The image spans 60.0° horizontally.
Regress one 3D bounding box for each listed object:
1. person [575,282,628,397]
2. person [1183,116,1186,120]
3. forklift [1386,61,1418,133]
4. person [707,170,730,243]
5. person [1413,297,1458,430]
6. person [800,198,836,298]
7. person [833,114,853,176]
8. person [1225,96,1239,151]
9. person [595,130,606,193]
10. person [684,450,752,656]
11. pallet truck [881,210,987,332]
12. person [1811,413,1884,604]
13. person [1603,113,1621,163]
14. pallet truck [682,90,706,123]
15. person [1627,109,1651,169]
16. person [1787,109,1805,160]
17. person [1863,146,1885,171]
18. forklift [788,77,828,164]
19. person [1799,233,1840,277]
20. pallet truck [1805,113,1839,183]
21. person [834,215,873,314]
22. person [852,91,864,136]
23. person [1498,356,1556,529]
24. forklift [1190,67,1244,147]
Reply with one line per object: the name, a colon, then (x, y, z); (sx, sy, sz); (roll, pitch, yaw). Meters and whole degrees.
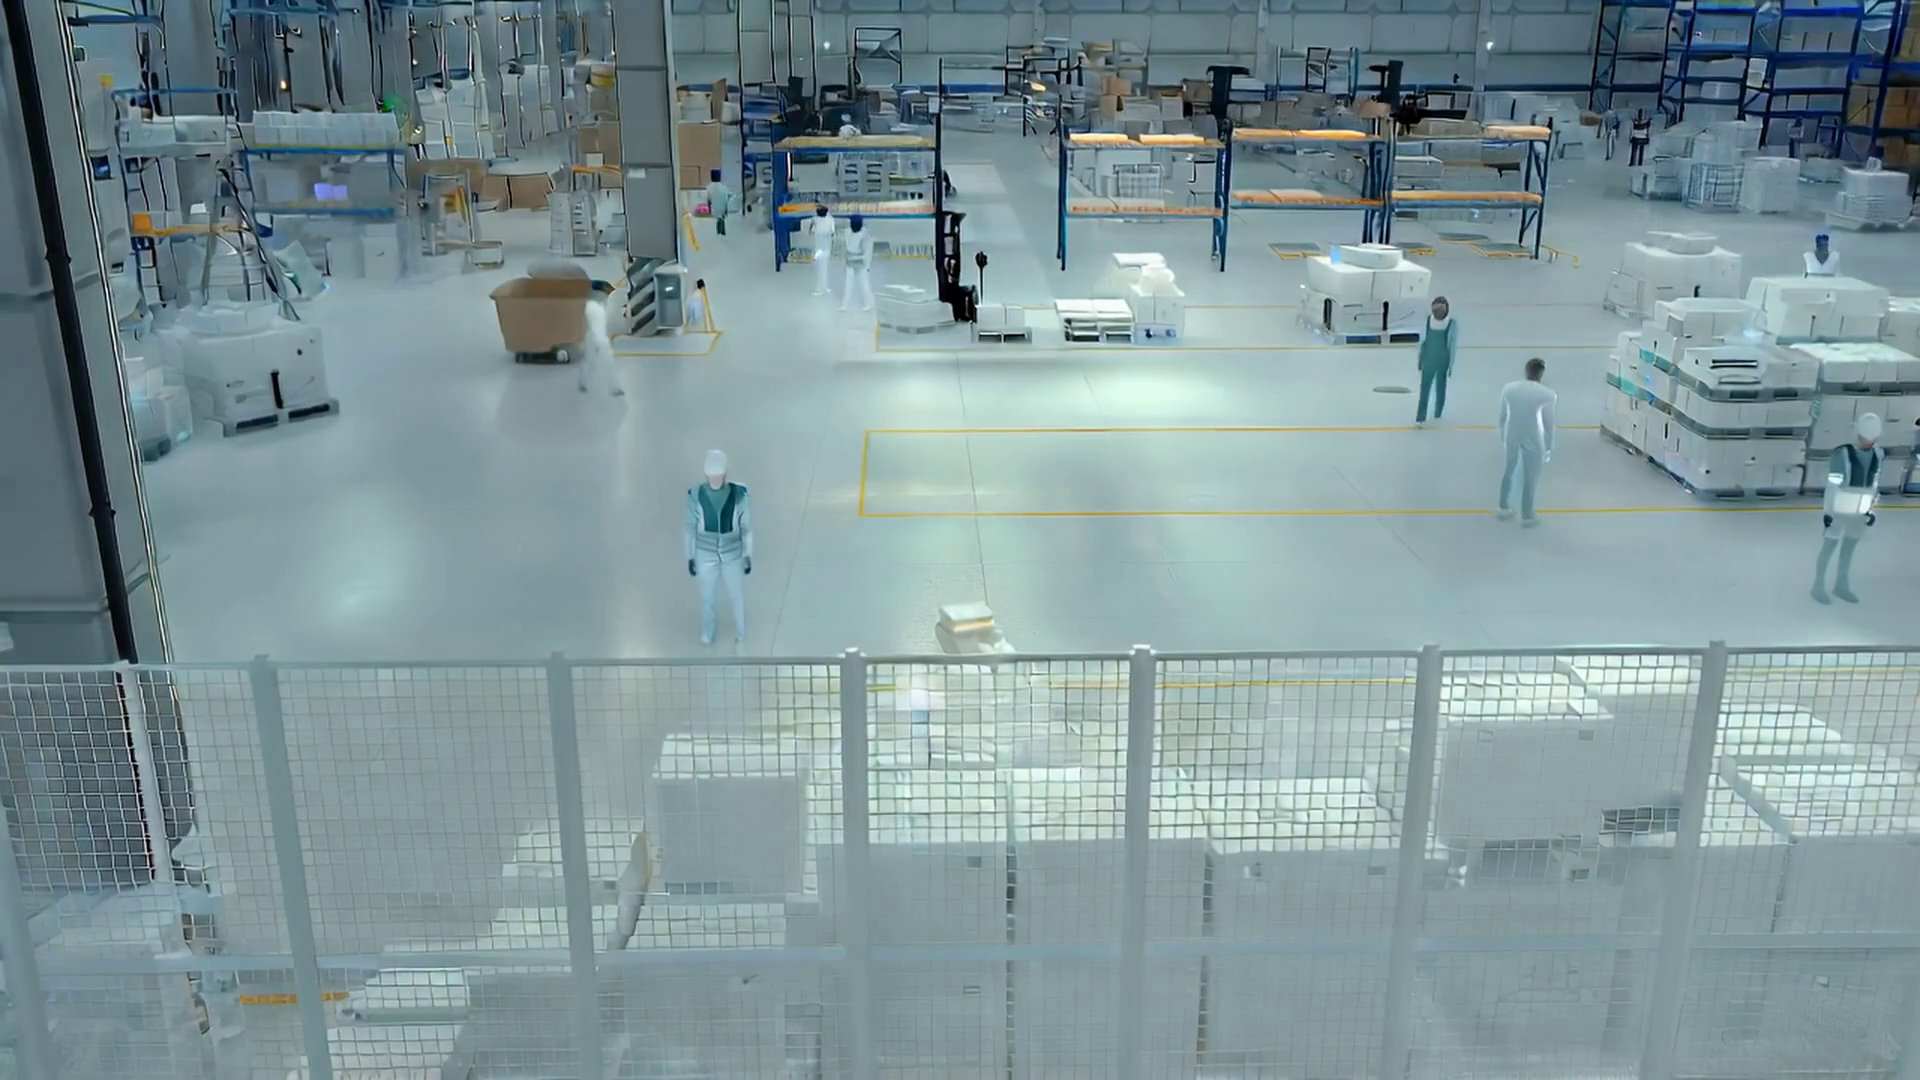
person: (-5.358, -2.960, 24.509); (0.925, 1.679, 0.488); (10, 21, 28)
person: (7.286, -13.104, 54.662); (0.517, 1.636, 0.314); (2, 19, 6)
forklift: (17.177, -17.556, 65.953); (1.873, 2.768, 1.129); (-1, 19, -2)
person: (-5.639, -7.806, 38.922); (0.540, 1.659, 0.875); (-12, 22, -31)
person: (6.485, -2.413, 22.700); (0.533, 1.791, 0.950); (10, 21, 28)
person: (-2.782, -5.645, 32.151); (0.618, 1.888, 0.668); (-15, 23, -37)
person: (-3.628, -12.313, 51.916); (0.569, 1.893, 0.893); (9, 21, 25)
person: (9.722, -14.933, 59.650); (0.426, 1.915, 0.651); (15, 24, 38)
person: (-10.272, -11.016, 48.100); (0.645, 1.862, 1.001); (9, 20, 24)
person: (-2.161, 0.128, 14.927); (0.605, 1.948, 0.391); (-4, 19, -11)
pallet truck: (-0.493, -4.759, 29.349); (1.885, 1.965, 0.823); (-13, 23, -34)
person: (8.710, -0.306, 16.249); (0.542, 1.928, 0.378); (-2, 19, -7)
person: (21.961, -13.549, 55.999); (0.414, 1.629, 0.524); (-5, 19, -15)
pallet truck: (-9.671, -15.907, 62.421); (0.823, 1.965, 1.885); (5, 19, 15)
person: (22.109, -13.063, 54.126); (0.593, 1.909, 0.385); (17, 25, 41)
person: (27.511, -13.271, 54.853); (0.619, 1.839, 0.430); (-14, 23, -35)
person: (23.444, -9.176, 42.707); (0.978, 1.830, 0.580); (-2, 19, -6)
forklift: (-5.414, -13.916, 55.155); (1.873, 2.768, 1.129); (-6, 19, -16)
person: (14.457, -4.266, 28.089); (0.599, 1.874, 0.991); (5, 19, 15)
pallet truck: (26.403, -11.957, 50.702); (0.823, 1.965, 1.885); (6, 19, 16)
person: (-1.939, -5.016, 30.404); (0.659, 1.802, 0.901); (13, 22, 33)
person: (-3.805, -15.836, 62.317); (0.521, 1.923, 0.646); (5, 19, 15)
person: (6.317, -1.093, 18.565); (0.352, 1.937, 0.635); (-16, 24, -38)
forklift: (9.442, -15.894, 61.021); (1.873, 2.768, 1.129); (-1, 19, -1)
